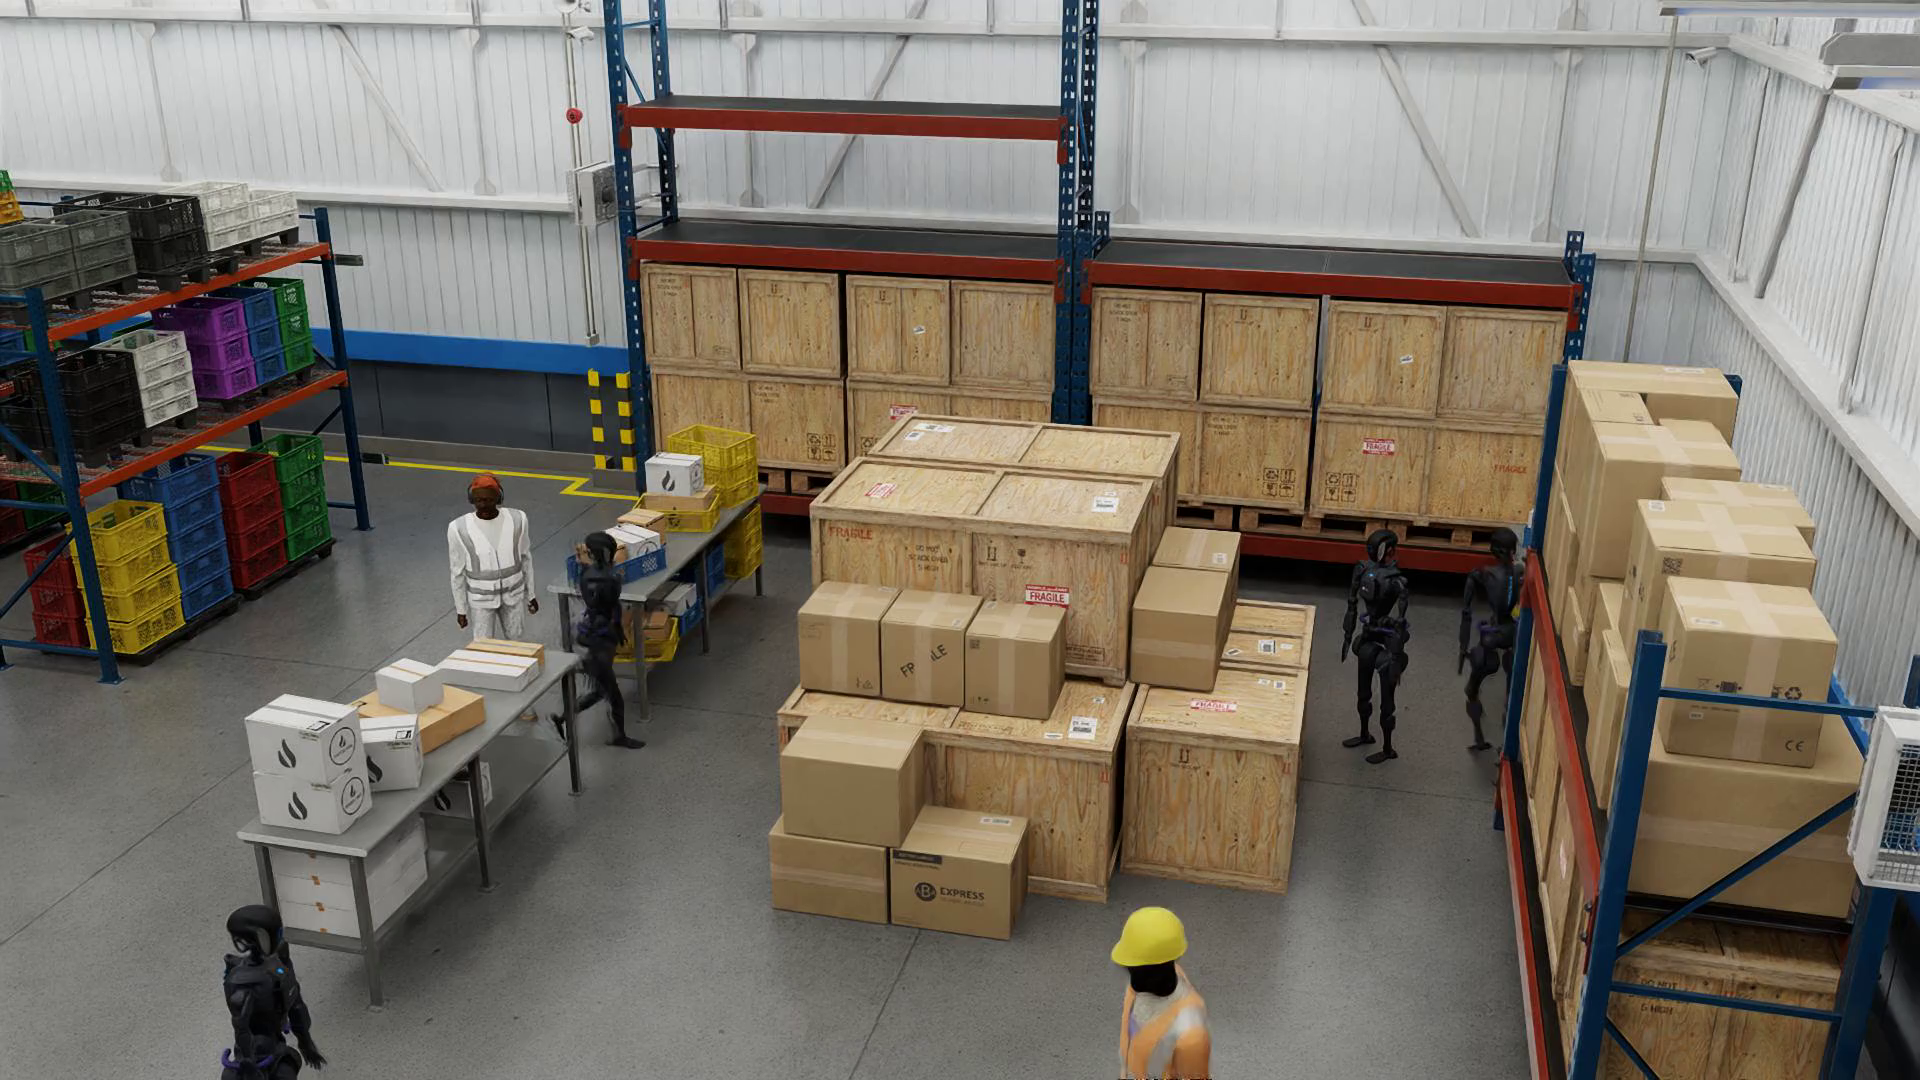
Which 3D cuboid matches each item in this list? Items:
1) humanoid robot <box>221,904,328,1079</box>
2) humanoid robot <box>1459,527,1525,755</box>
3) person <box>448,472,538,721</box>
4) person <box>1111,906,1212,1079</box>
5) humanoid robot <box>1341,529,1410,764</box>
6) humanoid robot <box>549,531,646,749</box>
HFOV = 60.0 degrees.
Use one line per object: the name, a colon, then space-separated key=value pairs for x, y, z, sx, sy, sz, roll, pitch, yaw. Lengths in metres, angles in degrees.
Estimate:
humanoid robot: x=-2.941 y=2.277 z=7.114 sx=0.333 sy=1.650 sz=0.572 roll=-1 pitch=21 yaw=-2
humanoid robot: x=3.670 y=0.703 z=11.236 sx=0.630 sy=1.637 sz=0.494 roll=0 pitch=21 yaw=0
person: x=-3.260 y=0.420 z=11.686 sx=0.582 sy=1.881 sz=0.340 roll=-13 pitch=24 yaw=-30
person: x=0.784 y=2.302 z=6.721 sx=0.384 sy=1.921 sz=0.596 roll=-6 pitch=22 yaw=-16
humanoid robot: x=2.811 y=0.706 z=11.225 sx=0.351 sy=1.651 sz=0.565 roll=-12 pitch=24 yaw=-28
humanoid robot: x=-2.531 y=0.675 z=11.340 sx=0.622 sy=1.623 sz=0.596 roll=1 pitch=21 yaw=2
